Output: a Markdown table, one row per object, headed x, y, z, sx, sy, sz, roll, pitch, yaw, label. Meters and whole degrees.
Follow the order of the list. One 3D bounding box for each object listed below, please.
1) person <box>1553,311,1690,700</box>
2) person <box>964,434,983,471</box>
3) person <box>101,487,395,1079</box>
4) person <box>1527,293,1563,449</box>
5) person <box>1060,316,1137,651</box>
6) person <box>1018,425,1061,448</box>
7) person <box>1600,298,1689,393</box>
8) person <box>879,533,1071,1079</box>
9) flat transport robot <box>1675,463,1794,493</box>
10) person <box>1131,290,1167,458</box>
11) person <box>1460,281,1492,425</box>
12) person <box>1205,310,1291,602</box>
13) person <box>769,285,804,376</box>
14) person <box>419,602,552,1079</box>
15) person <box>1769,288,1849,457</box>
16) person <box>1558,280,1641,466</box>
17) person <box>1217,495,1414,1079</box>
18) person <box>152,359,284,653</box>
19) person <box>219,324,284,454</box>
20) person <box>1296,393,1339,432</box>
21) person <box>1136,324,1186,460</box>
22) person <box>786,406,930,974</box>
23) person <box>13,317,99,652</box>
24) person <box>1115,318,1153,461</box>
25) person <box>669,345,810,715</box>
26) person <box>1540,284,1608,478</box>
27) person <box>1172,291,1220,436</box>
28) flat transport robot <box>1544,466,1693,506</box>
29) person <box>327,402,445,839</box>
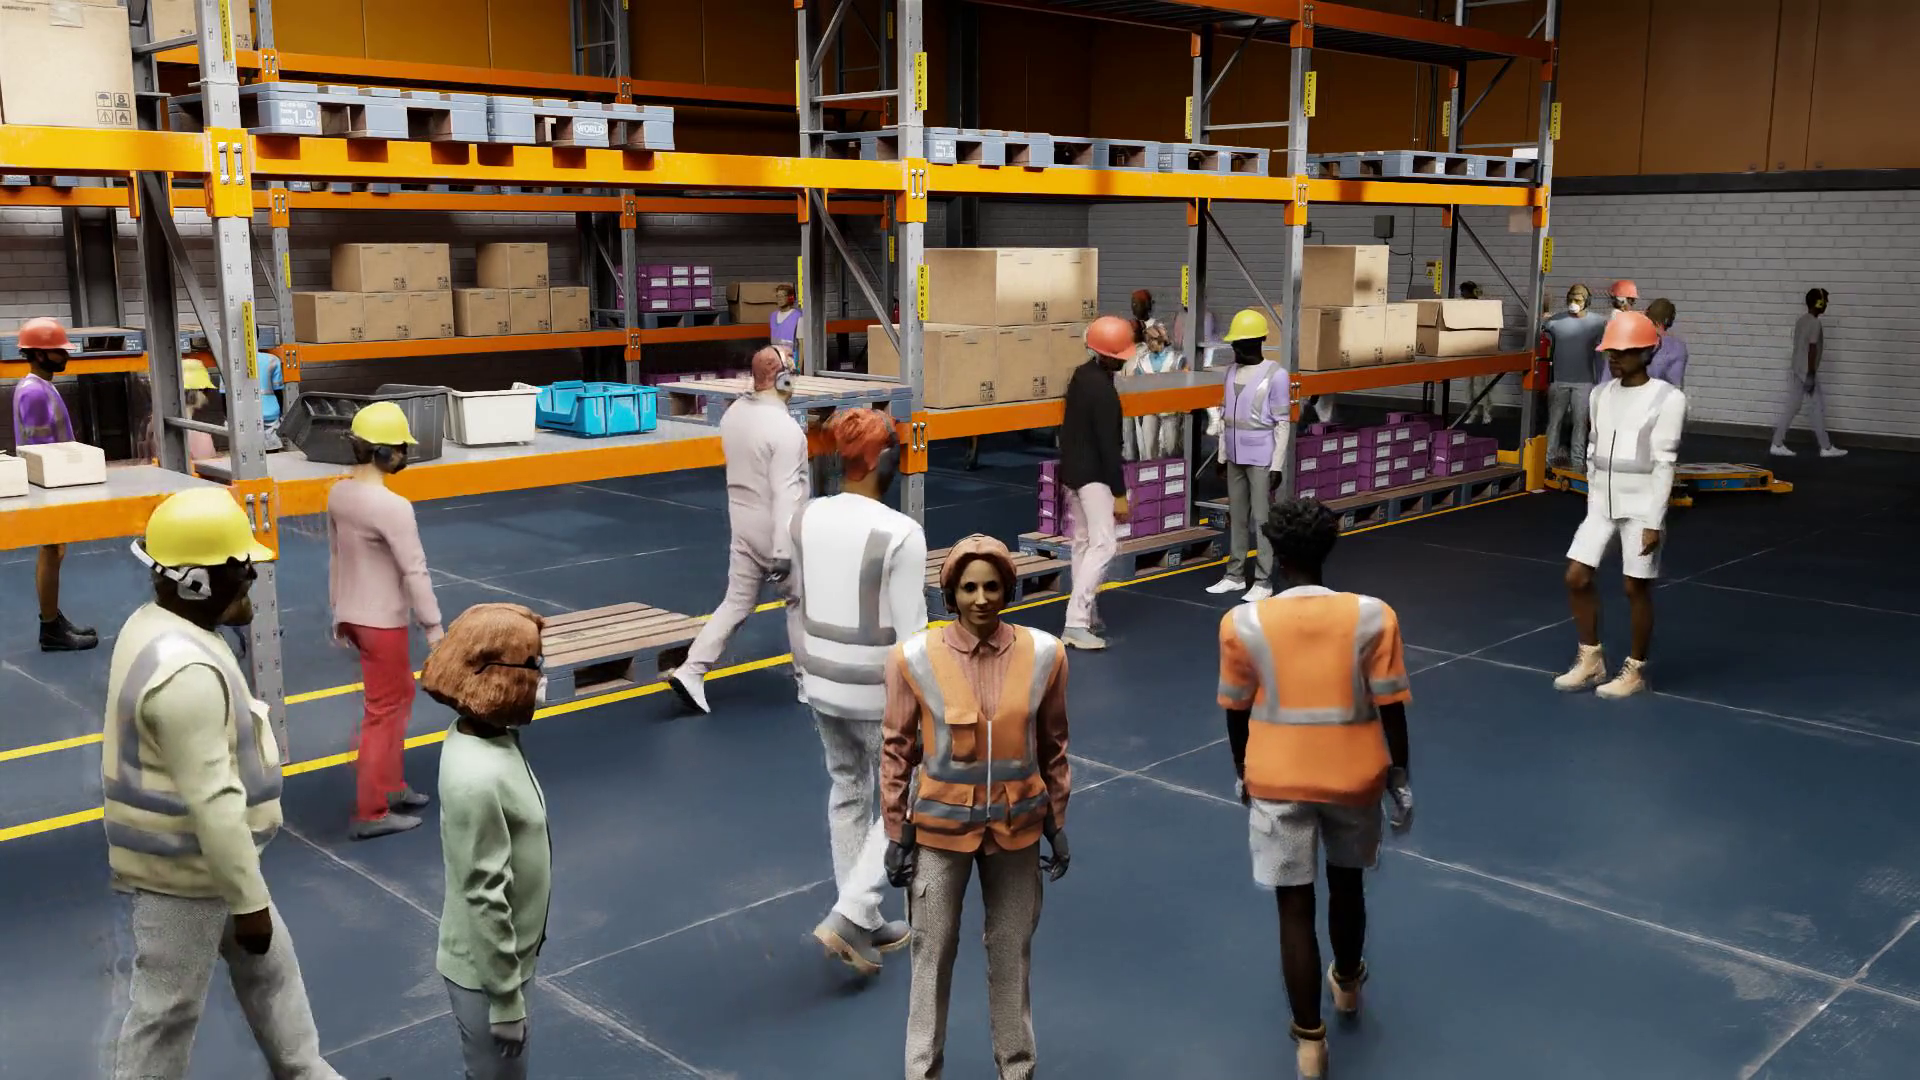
| x | y | z | sx | sy | sz | roll | pitch | yaw | label |
| --- | --- | --- | --- | --- | --- | --- | --- | --- | --- |
| 3.374 | -0.152 | 8.541 | 0.610 | 2.024 | 0.607 | -6 | 12 | -29 | person |
| 0.133 | -1.687 | 17.158 | 0.570 | 1.922 | 0.654 | 2 | 11 | 11 | person |
| -1.785 | 0.762 | 4.142 | 0.841 | 1.795 | 0.620 | -6 | 12 | -28 | person |
| 6.159 | -1.715 | 17.614 | 0.437 | 1.813 | 0.643 | 1 | 10 | 7 | person |
| 0.766 | -0.334 | 9.743 | 0.412 | 1.945 | 0.728 | -3 | 11 | -16 | person |
| 0.950 | -2.018 | 19.089 | 0.568 | 1.878 | 1.014 | -3 | 11 | -16 | person |
| 5.517 | -1.010 | 13.557 | 0.692 | 1.897 | 0.629 | 9 | 14 | 40 | person |
| 0.043 | 0.790 | 4.431 | 0.523 | 1.640 | 0.306 | -2 | 11 | -12 | person |
| 6.980 | -0.579 | 15.632 | 1.431 | 0.197 | 0.652 | -2 | 11 | -8 | flat transport robot |
| 1.800 | -1.621 | 17.035 | 0.954 | 1.837 | 0.600 | -9 | 13 | -39 | person |
| 6.532 | -2.374 | 21.156 | 0.544 | 1.829 | 0.498 | 6 | 12 | 30 | person |
| 1.908 | -0.551 | 10.975 | 0.383 | 1.921 | 0.585 | -7 | 12 | -33 | person |
| -1.977 | -1.998 | 19.149 | 0.489 | 1.848 | 0.598 | -10 | 15 | -44 | person |
| -1.002 | 0.937 | 3.650 | 0.285 | 1.632 | 0.498 | -3 | 11 | -15 | person |
| 9.269 | -1.812 | 18.097 | 0.808 | 1.830 | 0.553 | 0 | 10 | 1 | person |
| 6.714 | -1.703 | 17.198 | 0.933 | 1.965 | 0.618 | 4 | 11 | 19 | person |
| 1.036 | 0.694 | 4.911 | 0.564 | 1.643 | 0.767 | 1 | 10 | 5 | person |
| -4.181 | -0.137 | 9.256 | 0.538 | 1.725 | 0.890 | 9 | 14 | 42 | person |
| -6.066 | -1.043 | 14.289 | 0.534 | 1.694 | 0.320 | -7 | 13 | -35 | person |
| 3.674 | -1.581 | 16.937 | 0.953 | 1.791 | 0.624 | -3 | 11 | -14 | person |
| 1.859 | -1.170 | 15.193 | 0.513 | 1.607 | 0.647 | 5 | 12 | 26 | person |
| -0.304 | 0.497 | 5.395 | 0.598 | 1.869 | 0.496 | 8 | 13 | 36 | person |
| -5.271 | -0.324 | 9.695 | 0.371 | 1.935 | 0.551 | -5 | 12 | -27 | person |
| 1.630 | -1.243 | 15.515 | 0.306 | 1.639 | 0.523 | -8 | 13 | -37 | person |
| -1.013 | -0.042 | 8.349 | 0.910 | 1.876 | 0.652 | -9 | 14 | -40 | person |
| 5.999 | -1.532 | 16.286 | 0.628 | 1.936 | 0.377 | 3 | 11 | 17 | person |
| 2.790 | -2.101 | 19.741 | 0.619 | 1.818 | 0.875 | 9 | 14 | 40 | person |
| 5.999 | -0.503 | 15.218 | 0.652 | 0.197 | 1.431 | -2 | 11 | -9 | flat transport robot |
| -2.256 | 0.318 | 6.686 | 0.561 | 1.746 | 0.557 | 9 | 14 | 41 | person |
